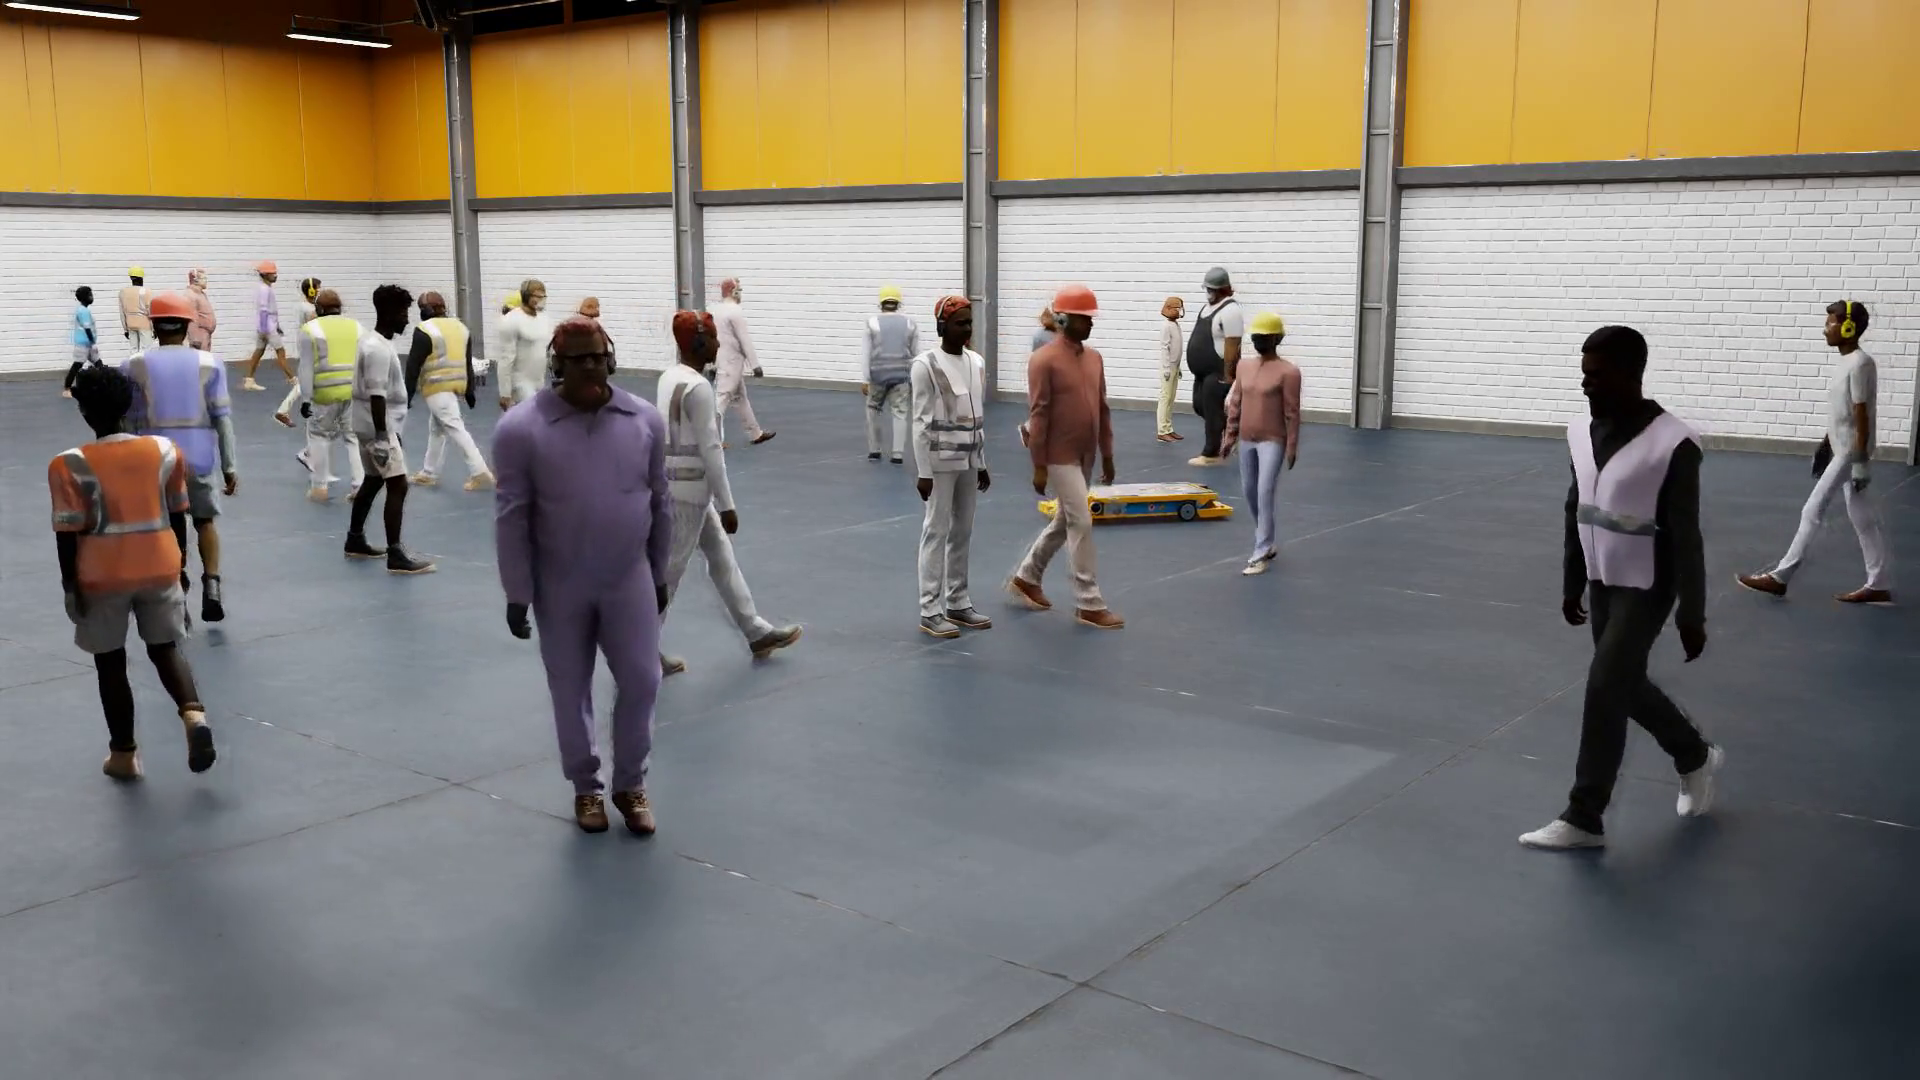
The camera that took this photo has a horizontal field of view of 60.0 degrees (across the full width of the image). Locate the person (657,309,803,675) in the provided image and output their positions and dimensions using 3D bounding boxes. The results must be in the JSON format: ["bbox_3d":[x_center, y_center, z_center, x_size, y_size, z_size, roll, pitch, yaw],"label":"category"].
[{"bbox_3d":[-1.276,-0.236,8.386,0.970,1.827,0.601,-4,11,-23],"label":"person"}]

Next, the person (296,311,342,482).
[{"bbox_3d":[-5.949,-1.344,15.452,0.402,1.627,0.508,0,10,0],"label":"person"}]

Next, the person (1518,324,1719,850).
[{"bbox_3d":[2.464,0.164,5.972,0.907,1.876,0.641,-3,10,-17],"label":"person"}]

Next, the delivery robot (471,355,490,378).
[{"bbox_3d":[-7.925,-2.786,26.670,0.707,0.478,0.477,0,10,2],"label":"delivery robot"}]

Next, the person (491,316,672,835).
[{"bbox_3d":[-1.322,0.150,5.965,0.663,1.883,0.587,-4,11,-23],"label":"person"}]

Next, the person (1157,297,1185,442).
[{"bbox_3d":[2.397,-1.929,18.819,0.280,1.634,0.498,4,11,23],"label":"person"}]

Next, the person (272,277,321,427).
[{"bbox_3d":[-7.946,-2.286,20.314,0.951,1.834,0.520,-3,10,-18],"label":"person"}]

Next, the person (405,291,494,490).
[{"bbox_3d":[-4.612,-1.336,14.977,0.977,1.794,0.633,4,10,21],"label":"person"}]

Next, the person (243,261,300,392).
[{"bbox_3d":[-10.567,-3.274,25.574,1.052,1.992,0.607,-5,11,-27],"label":"person"}]

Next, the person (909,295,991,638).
[{"bbox_3d":[-0.041,-0.411,9.252,0.344,1.882,0.584,7,12,37],"label":"person"}]

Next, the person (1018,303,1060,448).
[{"bbox_3d":[0.871,-1.677,17.409,0.647,1.604,0.509,9,13,42],"label":"person"}]

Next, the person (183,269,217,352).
[{"bbox_3d":[-10.676,-2.855,23.417,0.407,1.905,0.655,-2,10,-14],"label":"person"}]

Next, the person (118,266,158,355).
[{"bbox_3d":[-13.040,-3.386,26.445,0.585,1.928,0.369,1,10,8],"label":"person"}]

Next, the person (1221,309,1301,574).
[{"bbox_3d":[2.031,-0.660,11.149,0.521,1.776,0.528,-8,13,-41],"label":"person"}]

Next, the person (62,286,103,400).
[{"bbox_3d":[-12.687,-2.863,24.212,0.896,1.641,0.540,-4,11,-24],"label":"person"}]

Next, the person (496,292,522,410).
[{"bbox_3d":[-4.789,-1.804,17.932,0.515,1.713,0.327,9,13,41],"label":"person"}]

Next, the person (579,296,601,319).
[{"bbox_3d":[-4.495,-2.126,20.037,0.737,1.613,0.503,-1,10,-8],"label":"person"}]

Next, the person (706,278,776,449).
[{"bbox_3d":[-2.451,-1.915,18.107,1.011,1.853,0.644,-6,11,-30],"label":"person"}]

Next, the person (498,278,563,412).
[{"bbox_3d":[-3.595,-1.280,14.262,0.934,1.894,0.658,3,10,18],"label":"person"}]

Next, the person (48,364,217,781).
[{"bbox_3d":[-3.258,0.151,6.547,0.553,1.683,0.548,8,13,40],"label":"person"}]

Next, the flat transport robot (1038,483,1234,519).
[{"bbox_3d":[1.406,-0.307,13.339,1.431,0.197,0.652,-3,10,-15],"label":"flat transport robot"}]

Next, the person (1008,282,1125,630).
[{"bbox_3d":[0.607,-0.498,9.597,0.940,1.957,0.641,8,13,39],"label":"person"}]

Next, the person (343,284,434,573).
[{"bbox_3d":[-3.886,-0.747,11.168,0.556,1.913,0.800,-4,11,-22],"label":"person"}]

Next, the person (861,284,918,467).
[{"bbox_3d":[-0.732,-1.642,16.642,0.611,1.807,0.702,-3,10,-18],"label":"person"}]

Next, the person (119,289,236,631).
[{"bbox_3d":[-4.376,-0.439,9.319,0.563,1.917,0.449,-5,11,-28],"label":"person"}]

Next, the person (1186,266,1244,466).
[{"bbox_3d":[2.574,-1.742,16.543,0.661,2.000,0.706,-2,10,-11],"label":"person"}]

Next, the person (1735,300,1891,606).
[{"bbox_3d":[5.234,-0.520,10.052,0.930,1.825,0.547,5,11,27],"label":"person"}]

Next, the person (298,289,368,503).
[{"bbox_3d":[-5.327,-1.207,14.104,0.728,1.813,0.694,9,13,42],"label":"person"}]
